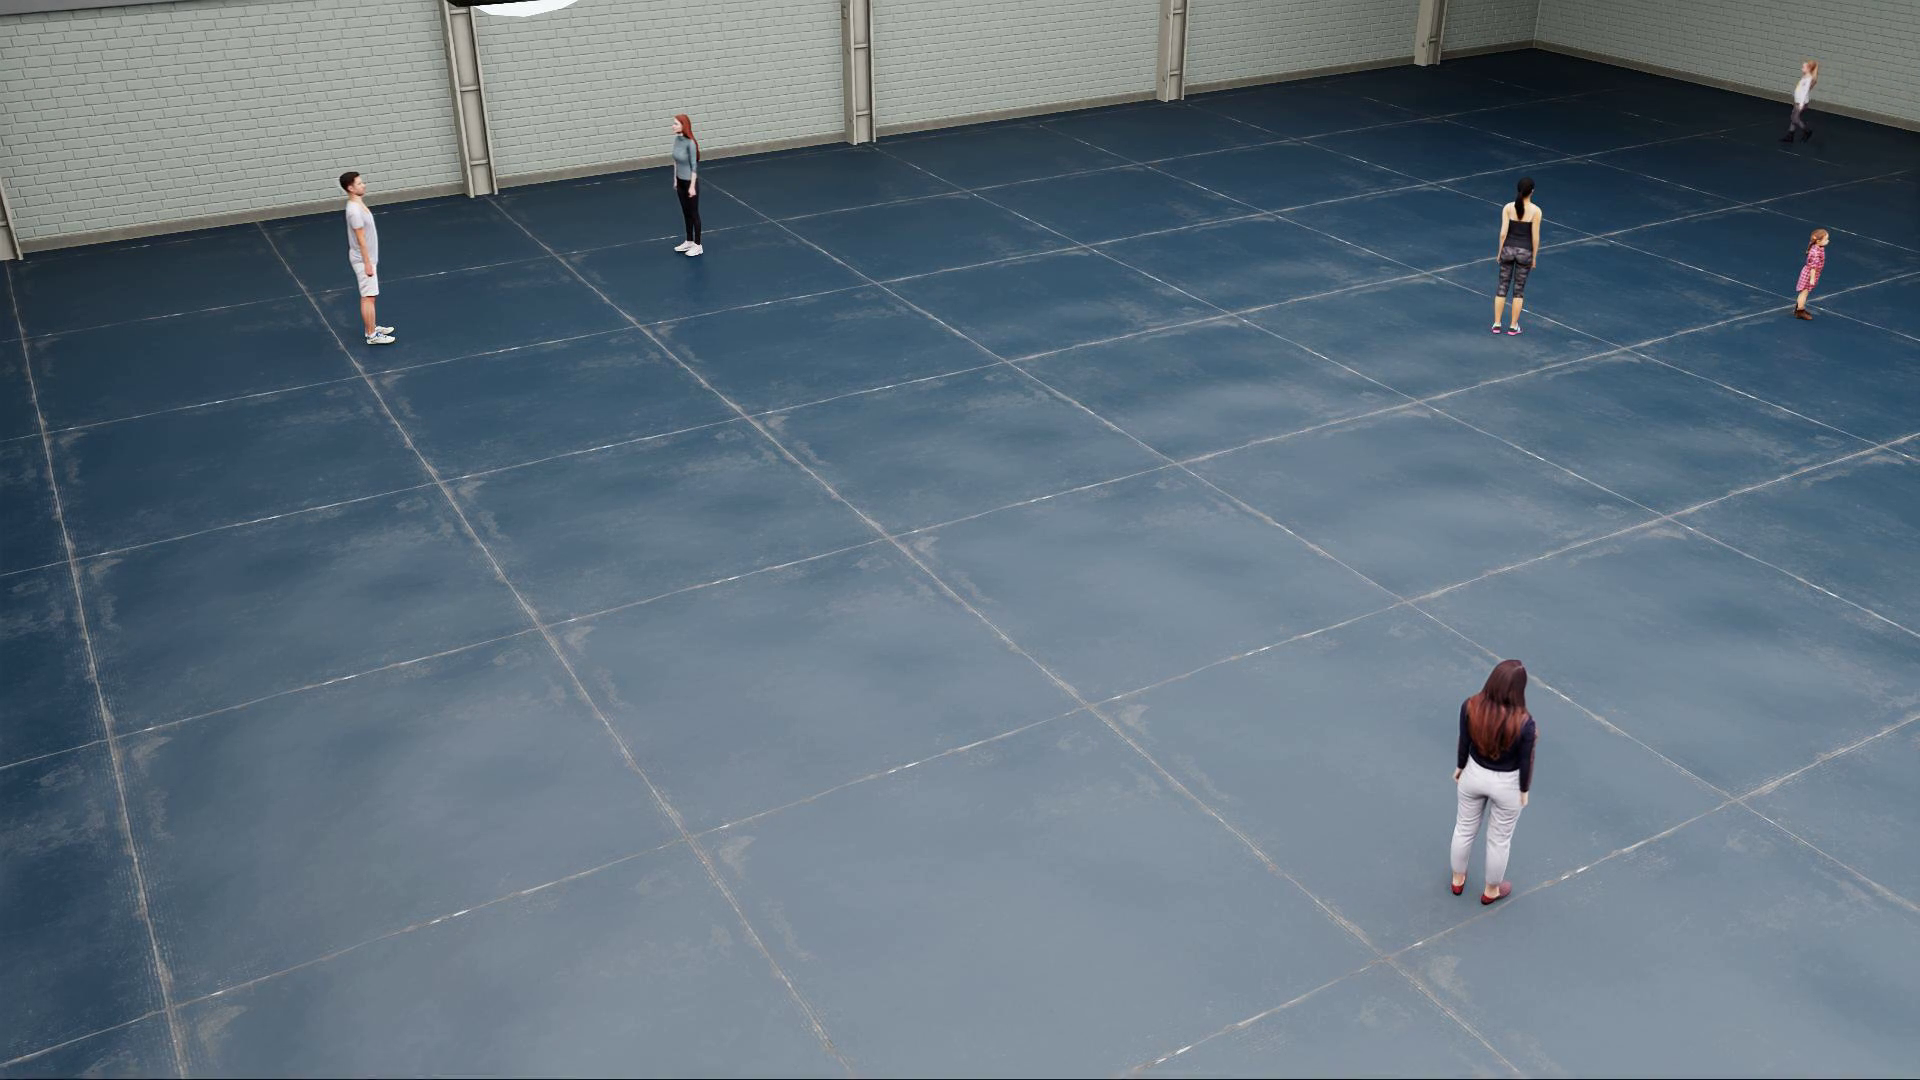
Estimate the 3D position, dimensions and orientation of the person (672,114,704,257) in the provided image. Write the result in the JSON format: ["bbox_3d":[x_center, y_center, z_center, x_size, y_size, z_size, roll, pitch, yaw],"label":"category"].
[{"bbox_3d":[-3.379,-4.403,20.607,0.574,1.742,0.606,-20,33,-33],"label":"person"}]

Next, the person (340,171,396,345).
[{"bbox_3d":[-6.392,-3.035,17.828,0.624,1.854,0.726,-9,29,-17],"label":"person"}]

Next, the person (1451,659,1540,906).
[{"bbox_3d":[3.055,1.378,9.526,0.677,1.608,0.668,19,33,32],"label":"person"}]

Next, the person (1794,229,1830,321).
[{"bbox_3d":[9.550,-2.997,18.664,0.563,1.021,0.495,10,29,18],"label":"person"}]

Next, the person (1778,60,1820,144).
[{"bbox_3d":[13.052,-6.758,25.693,0.776,1.272,0.707,5,28,10],"label":"person"}]

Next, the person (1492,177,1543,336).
[{"bbox_3d":[6.038,-3.082,18.056,0.666,1.729,0.698,14,30,24],"label":"person"}]
